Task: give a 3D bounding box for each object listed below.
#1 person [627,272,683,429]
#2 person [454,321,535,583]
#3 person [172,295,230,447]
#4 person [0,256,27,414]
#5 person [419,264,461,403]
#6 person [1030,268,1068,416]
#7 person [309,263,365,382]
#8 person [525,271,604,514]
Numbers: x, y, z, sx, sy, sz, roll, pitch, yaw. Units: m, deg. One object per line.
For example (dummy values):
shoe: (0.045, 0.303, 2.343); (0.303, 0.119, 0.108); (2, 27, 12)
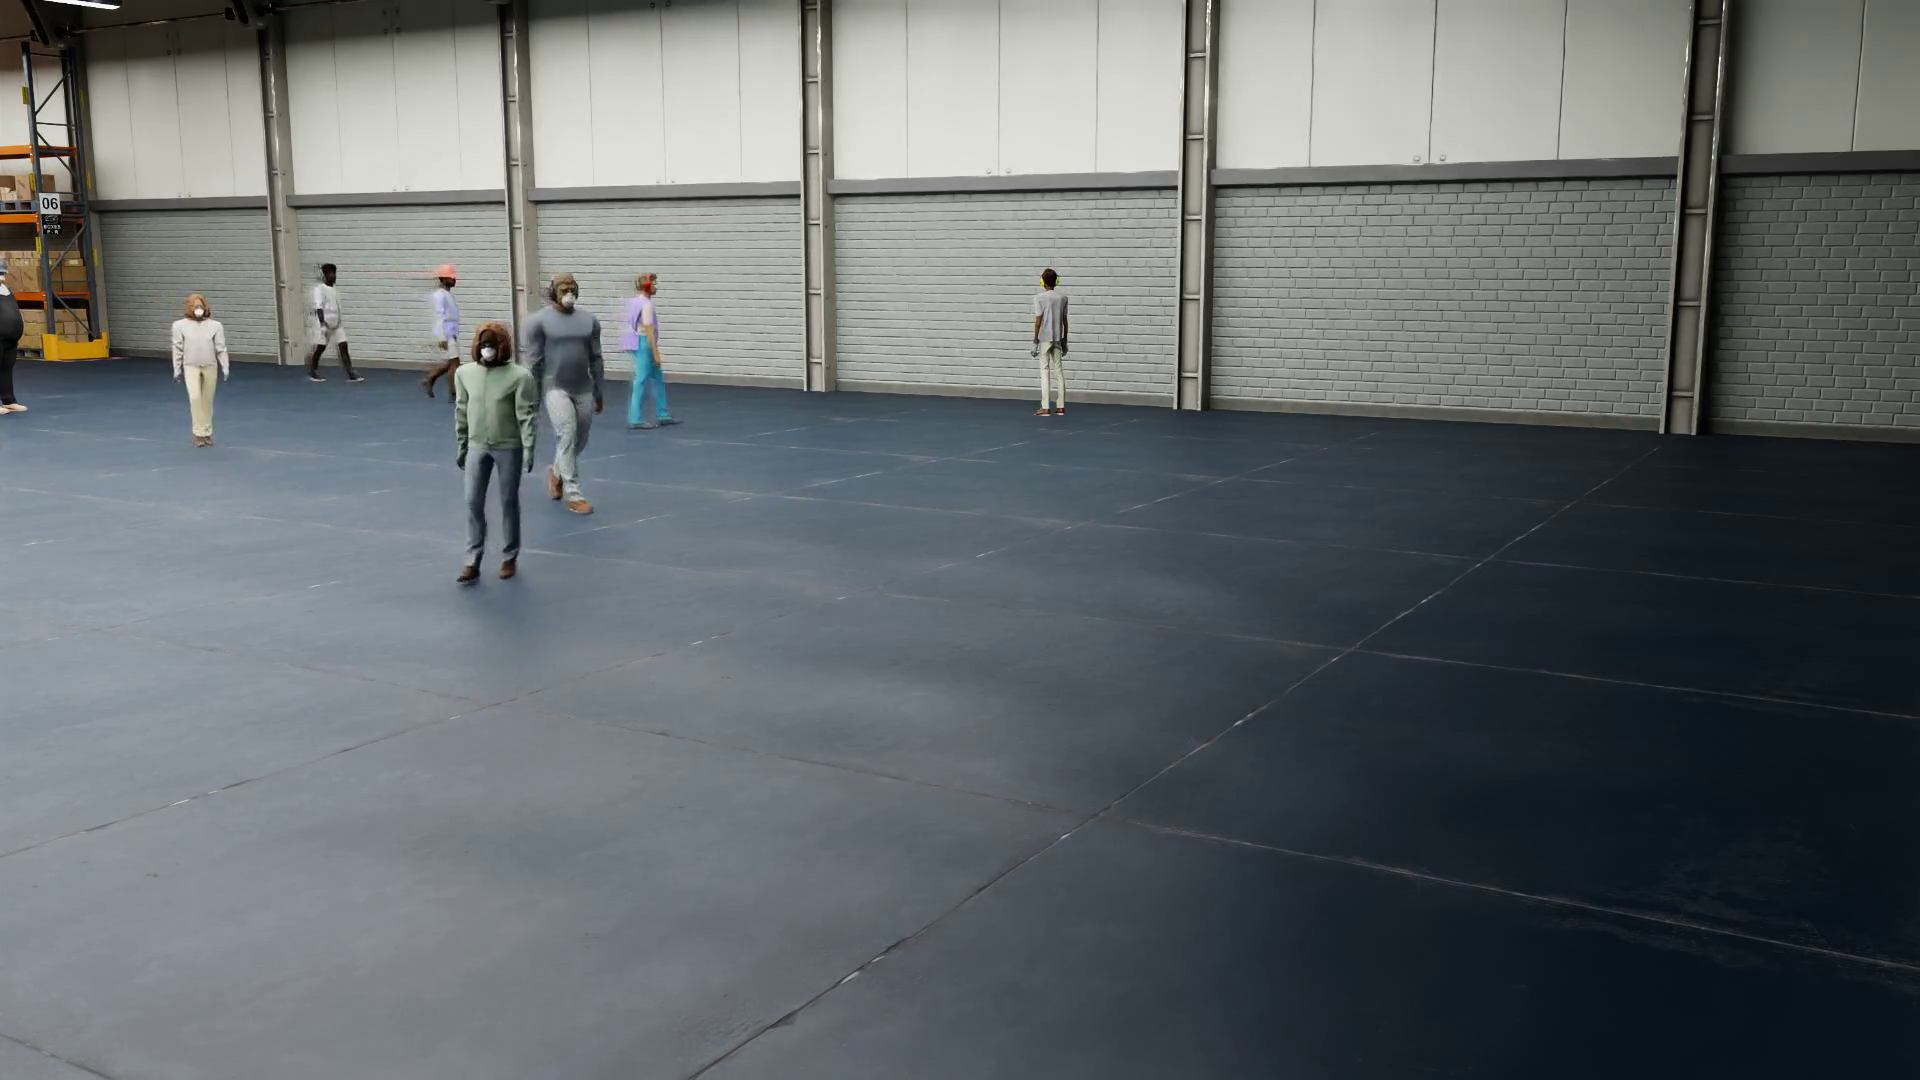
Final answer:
person: (-3.549, -2.208, 19.484); (0.762, 1.820, 0.597); (-3, 10, -17)
person: (-2.895, -0.533, 10.266); (0.528, 1.612, 0.629); (0, 10, 2)
person: (-8.017, -1.783, 17.619); (0.529, 1.600, 0.740); (-7, 12, -34)
person: (-12.358, -2.648, 21.444); (0.535, 2.000, 0.673); (1, 10, 5)
person: (-7.104, -2.829, 22.865); (0.671, 1.920, 0.550); (0, 10, -1)
person: (1.139, -2.507, 21.132); (0.532, 1.864, 0.314); (-5, 11, -28)
person: (-10.137, -3.489, 26.764); (1.034, 1.912, 0.618); (4, 10, 20)
person: (-3.168, -1.190, 13.296); (0.635, 1.916, 0.855); (-8, 12, -38)
